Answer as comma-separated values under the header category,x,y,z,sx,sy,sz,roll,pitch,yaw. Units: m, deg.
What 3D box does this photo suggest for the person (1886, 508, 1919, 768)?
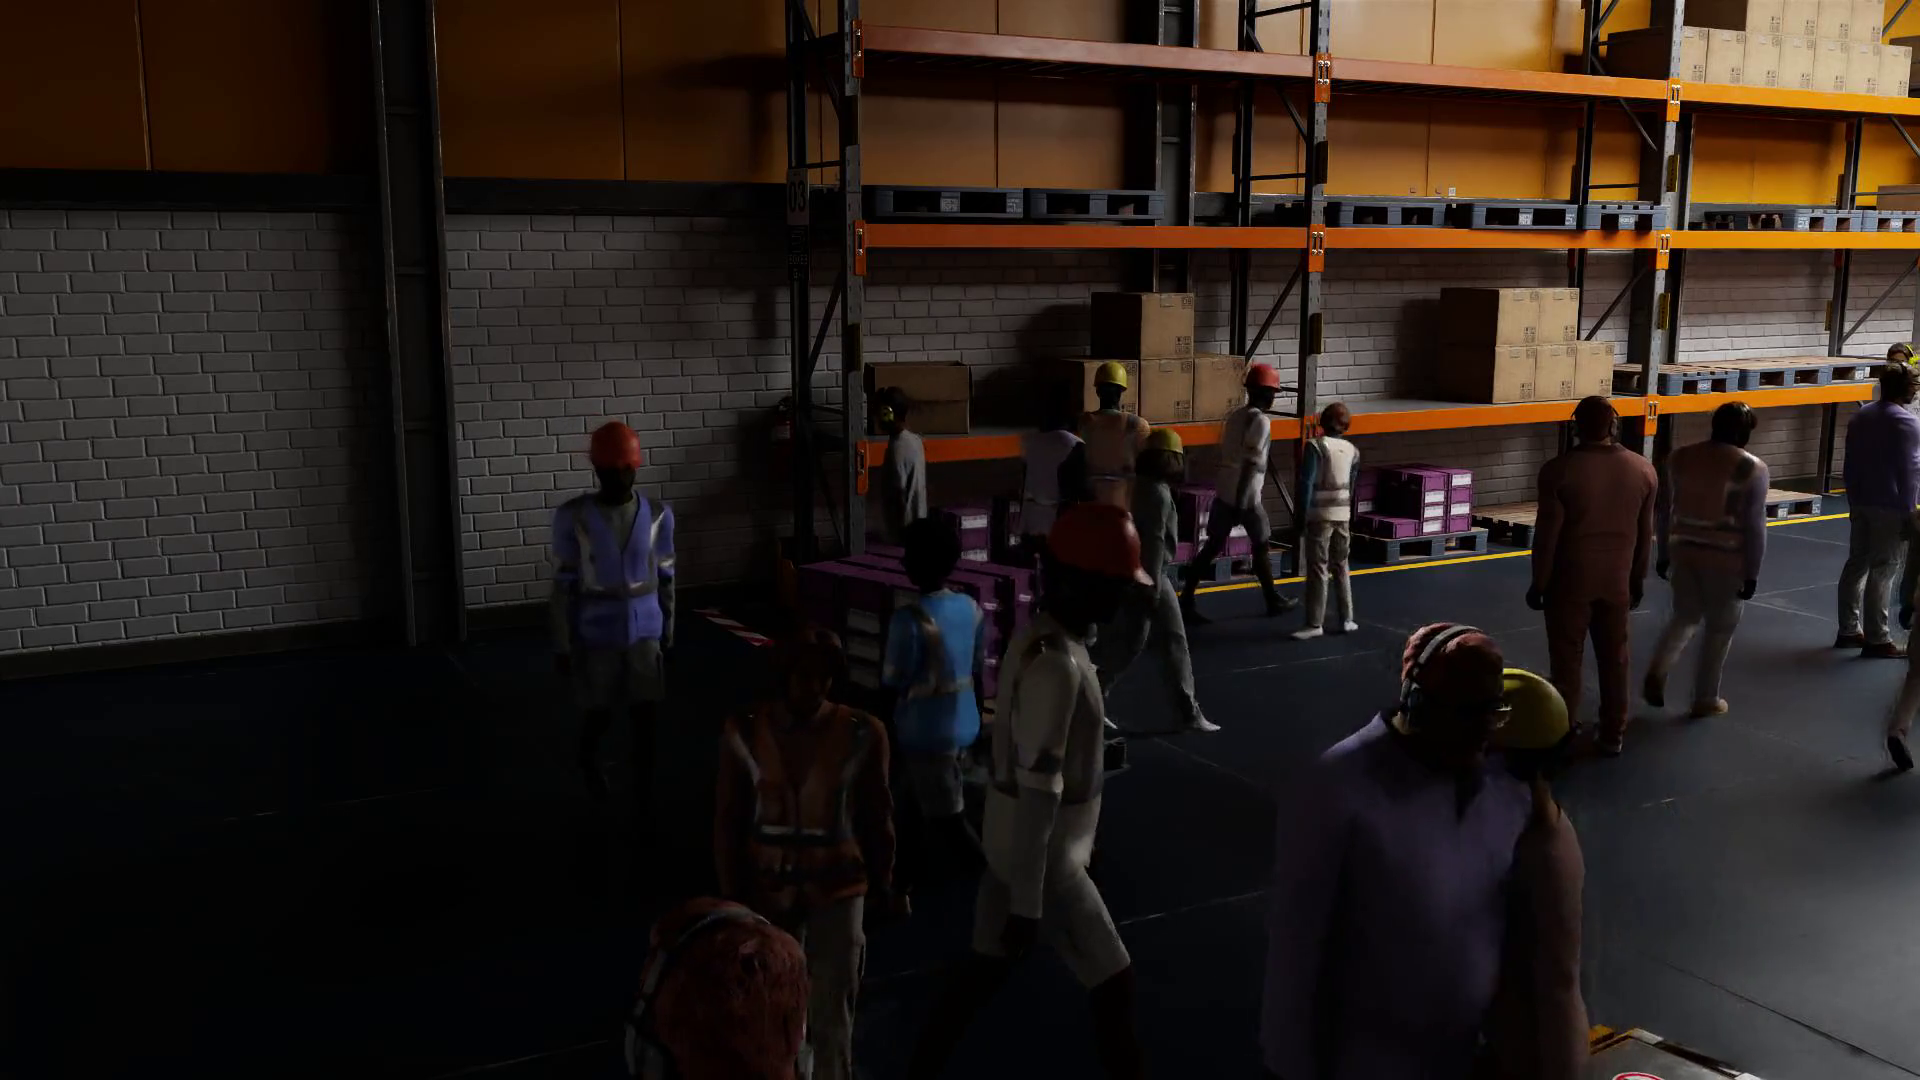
category,x,y,z,sx,sy,sz,roll,pitch,yaw
person,5.056,0.377,8.529,0.776,1.611,0.525,-8,13,-39

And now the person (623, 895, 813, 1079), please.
category,x,y,z,sx,sy,sz,roll,pitch,yaw
person,-0.317,1.352,2.099,0.671,1.879,0.735,-8,13,-38

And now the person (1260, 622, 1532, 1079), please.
category,x,y,z,sx,sy,sz,roll,pitch,yaw
person,1.009,1.093,3.622,0.679,1.872,0.652,-7,12,-34

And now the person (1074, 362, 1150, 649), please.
category,x,y,z,sx,sy,sz,roll,pitch,yaw
person,0.988,-0.220,11.054,0.585,1.921,0.373,3,10,17

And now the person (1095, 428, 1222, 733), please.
category,x,y,z,sx,sy,sz,roll,pitch,yaw
person,1.011,0.240,9.139,0.824,1.703,0.545,-1,10,-8

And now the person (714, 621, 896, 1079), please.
category,x,y,z,sx,sy,sz,roll,pitch,yaw
person,-0.448,1.014,4.880,0.510,1.592,0.834,1,10,4

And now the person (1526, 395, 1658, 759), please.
category,x,y,z,sx,sy,sz,roll,pitch,yaw
person,3.277,0.196,8.714,0.646,1.904,0.401,-1,10,-6

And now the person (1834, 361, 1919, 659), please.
category,x,y,z,sx,sy,sz,roll,pitch,yaw
person,6.035,-0.202,10.897,0.352,1.937,0.635,-1,10,-6

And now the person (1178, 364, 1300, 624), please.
category,x,y,z,sx,sy,sz,roll,pitch,yaw
person,1.975,-0.322,11.880,1.074,1.852,0.550,-4,11,-24

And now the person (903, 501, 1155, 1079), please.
category,x,y,z,sx,sy,sz,roll,pitch,yaw
person,0.235,0.869,4.671,1.066,1.983,0.615,-1,10,-5

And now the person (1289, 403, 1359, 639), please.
category,x,y,z,sx,sy,sz,roll,pitch,yaw
person,2.496,-0.127,11.413,0.613,1.613,0.326,-8,12,-37

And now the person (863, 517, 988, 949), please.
category,x,y,z,sx,sy,sz,roll,pitch,yaw
person,-0.057,0.746,6.314,0.867,1.662,0.532,5,11,27

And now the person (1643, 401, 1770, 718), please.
category,x,y,z,sx,sy,sz,roll,pitch,yaw
person,4.197,0.128,9.344,0.526,1.821,0.640,-7,12,-36

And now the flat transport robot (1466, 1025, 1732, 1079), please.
category,x,y,z,sx,sy,sz,roll,pitch,yaw
flat transport robot,2.114,1.712,4.675,0.652,0.197,1.431,-7,12,-35

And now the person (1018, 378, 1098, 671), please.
category,x,y,z,sx,sy,sz,roll,pitch,yaw
person,0.702,-0.018,9.965,0.738,1.893,0.609,-4,11,-21

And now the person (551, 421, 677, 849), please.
category,x,y,z,sx,sy,sz,roll,pitch,yaw
person,-1.572,0.397,7.525,0.561,1.913,0.690,-4,11,-23

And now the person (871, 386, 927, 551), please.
category,x,y,z,sx,sy,sz,roll,pitch,yaw
person,-0.271,-0.034,10.283,0.756,1.828,0.511,3,10,18

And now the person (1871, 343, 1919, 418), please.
category,x,y,z,sx,sy,sz,roll,pitch,yaw
person,8.135,-0.783,14.516,0.686,1.837,0.562,-7,12,-34

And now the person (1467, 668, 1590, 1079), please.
category,x,y,z,sx,sy,sz,roll,pitch,yaw
person,1.214,1.137,3.819,0.844,1.721,0.537,3,10,14
